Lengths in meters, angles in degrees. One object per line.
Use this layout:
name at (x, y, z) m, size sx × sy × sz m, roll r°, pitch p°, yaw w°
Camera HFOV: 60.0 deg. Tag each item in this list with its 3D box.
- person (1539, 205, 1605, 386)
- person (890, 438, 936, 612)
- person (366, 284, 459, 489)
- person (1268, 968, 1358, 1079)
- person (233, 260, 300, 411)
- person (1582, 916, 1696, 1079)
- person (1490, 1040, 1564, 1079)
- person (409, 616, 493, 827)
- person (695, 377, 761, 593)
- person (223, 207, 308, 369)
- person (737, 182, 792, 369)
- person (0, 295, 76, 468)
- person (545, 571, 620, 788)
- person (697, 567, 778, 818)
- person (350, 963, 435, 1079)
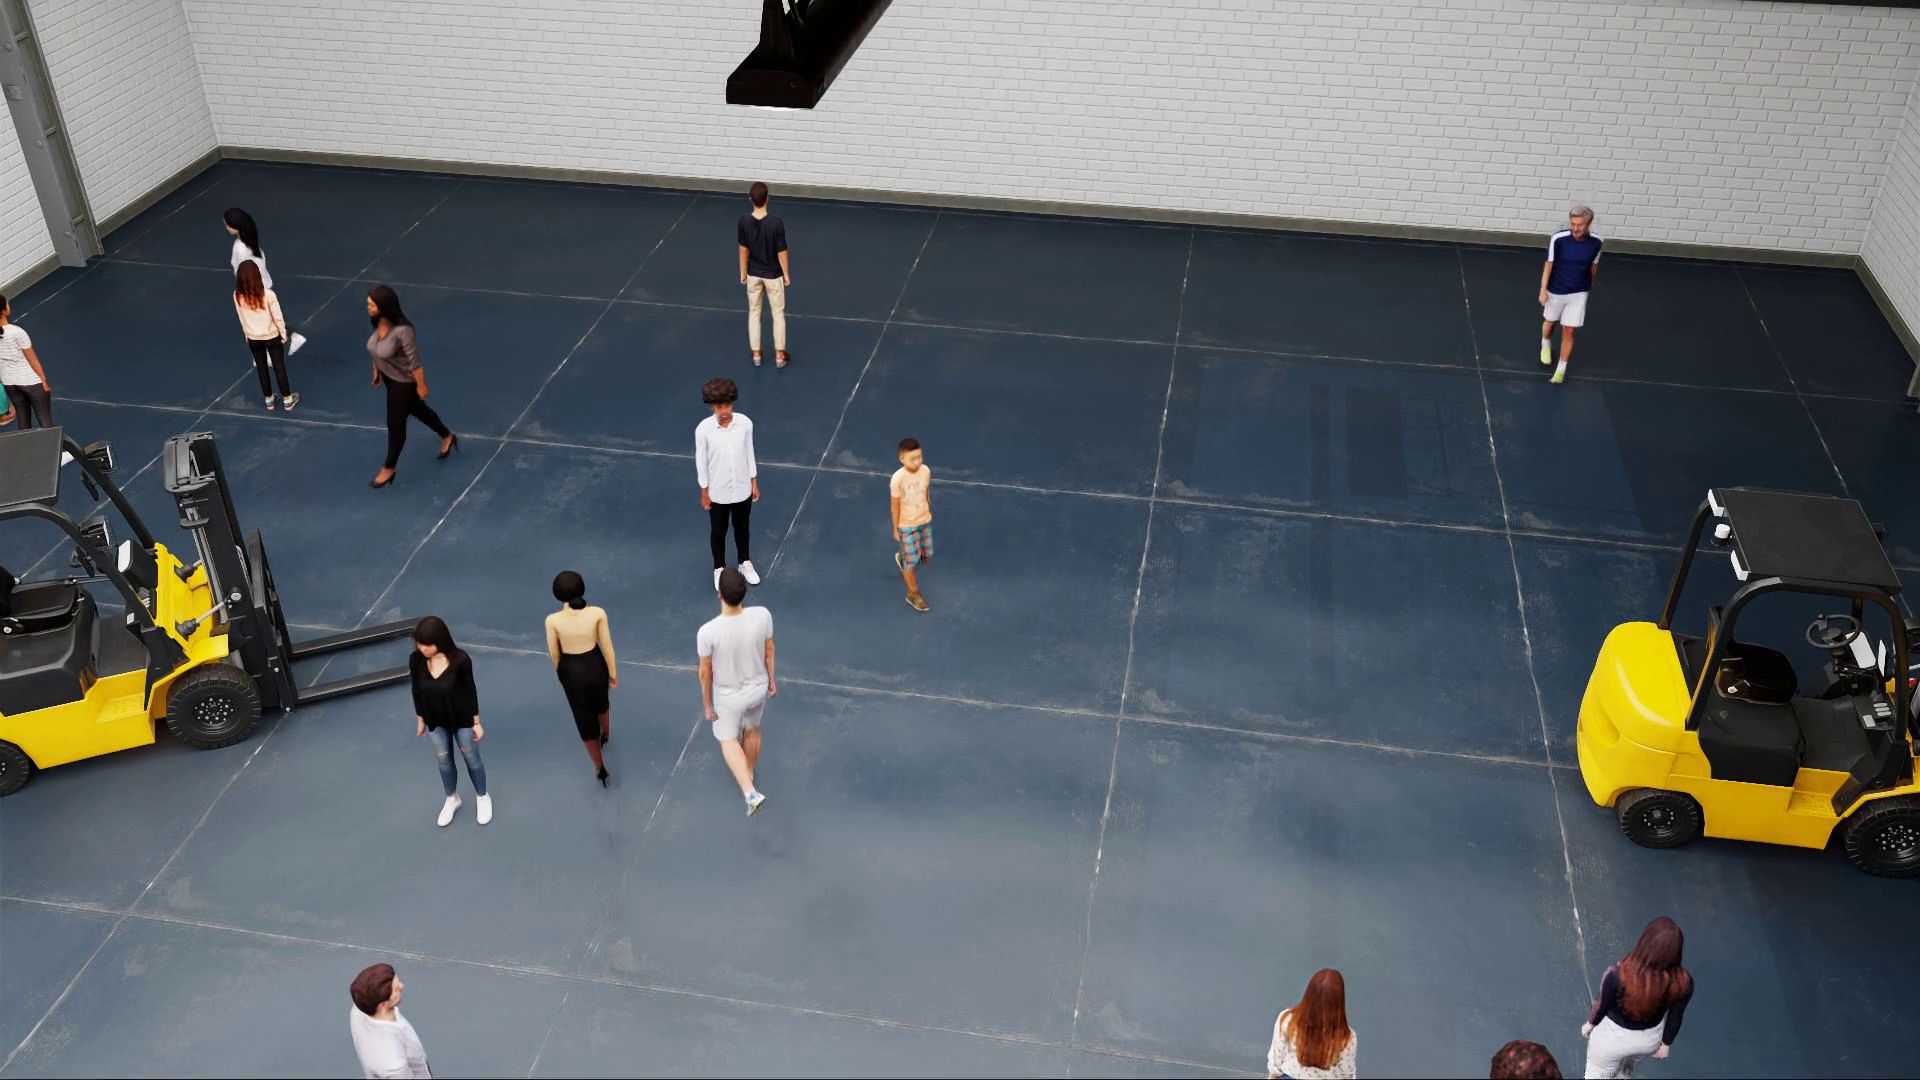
person at (5.844, -2.425, 15.996) m, size 0.735 × 1.772 × 1.142 m, roll 6°, pitch 34°, yaw 9°
person at (-0.404, -0.156, 12.875) m, size 0.780 × 1.449 × 0.831 m, roll -23°, pitch 40°, yaw -30°
person at (-4.737, -1.368, 14.398) m, size 1.089 × 1.783 × 1.258 m, roll 29°, pitch 43°, yaw 36°
person at (1.725, 2.748, 8.253) m, size 0.615 × 1.729 × 0.564 m, roll 12°, pitch 35°, yaw 17°
person at (-6.490, -1.908, 15.479) m, size 0.595 × 1.484 × 0.563 m, roll -1°, pitch 34°, yaw -2°
person at (3.455, 2.604, 8.596) m, size 0.666 × 1.589 × 0.991 m, roll 2°, pitch 34°, yaw 3°
person at (2.518, 3.016, 7.797) m, size 0.618 × 1.788 × 0.611 m, roll 14°, pitch 36°, yaw 20°
person at (-3.299, 1.138, 10.753) m, size 0.610 × 1.642 × 0.577 m, roll -1°, pitch 34°, yaw -1°
person at (-1.815, -0.446, 12.985) m, size 0.726 × 1.810 × 0.754 m, roll -14°, pitch 36°, yaw -20°
person at (-6.706, -2.433, 16.089) m, size 0.849 × 1.683 × 0.820 m, roll -7°, pitch 34°, yaw -10°
person at (-1.895, -2.568, 16.142) m, size 0.641 × 1.850 × 0.553 m, roll 4°, pitch 34°, yaw 7°
person at (-8.206, -1.395, 14.561) m, size 0.557 × 1.647 × 0.517 m, roll 5°, pitch 34°, yaw 8°
person at (-2.477, 0.965, 11.018) m, size 0.784 × 1.637 × 0.899 m, roll -13°, pitch 36°, yaw -19°
person at (-1.401, 1.009, 10.769) m, size 1.016 × 1.840 × 1.119 m, roll -16°, pitch 37°, yaw -22°
person at (-2.719, 2.768, 8.117) m, size 0.814 × 1.847 × 0.740 m, roll -19°, pitch 38°, yaw -26°
